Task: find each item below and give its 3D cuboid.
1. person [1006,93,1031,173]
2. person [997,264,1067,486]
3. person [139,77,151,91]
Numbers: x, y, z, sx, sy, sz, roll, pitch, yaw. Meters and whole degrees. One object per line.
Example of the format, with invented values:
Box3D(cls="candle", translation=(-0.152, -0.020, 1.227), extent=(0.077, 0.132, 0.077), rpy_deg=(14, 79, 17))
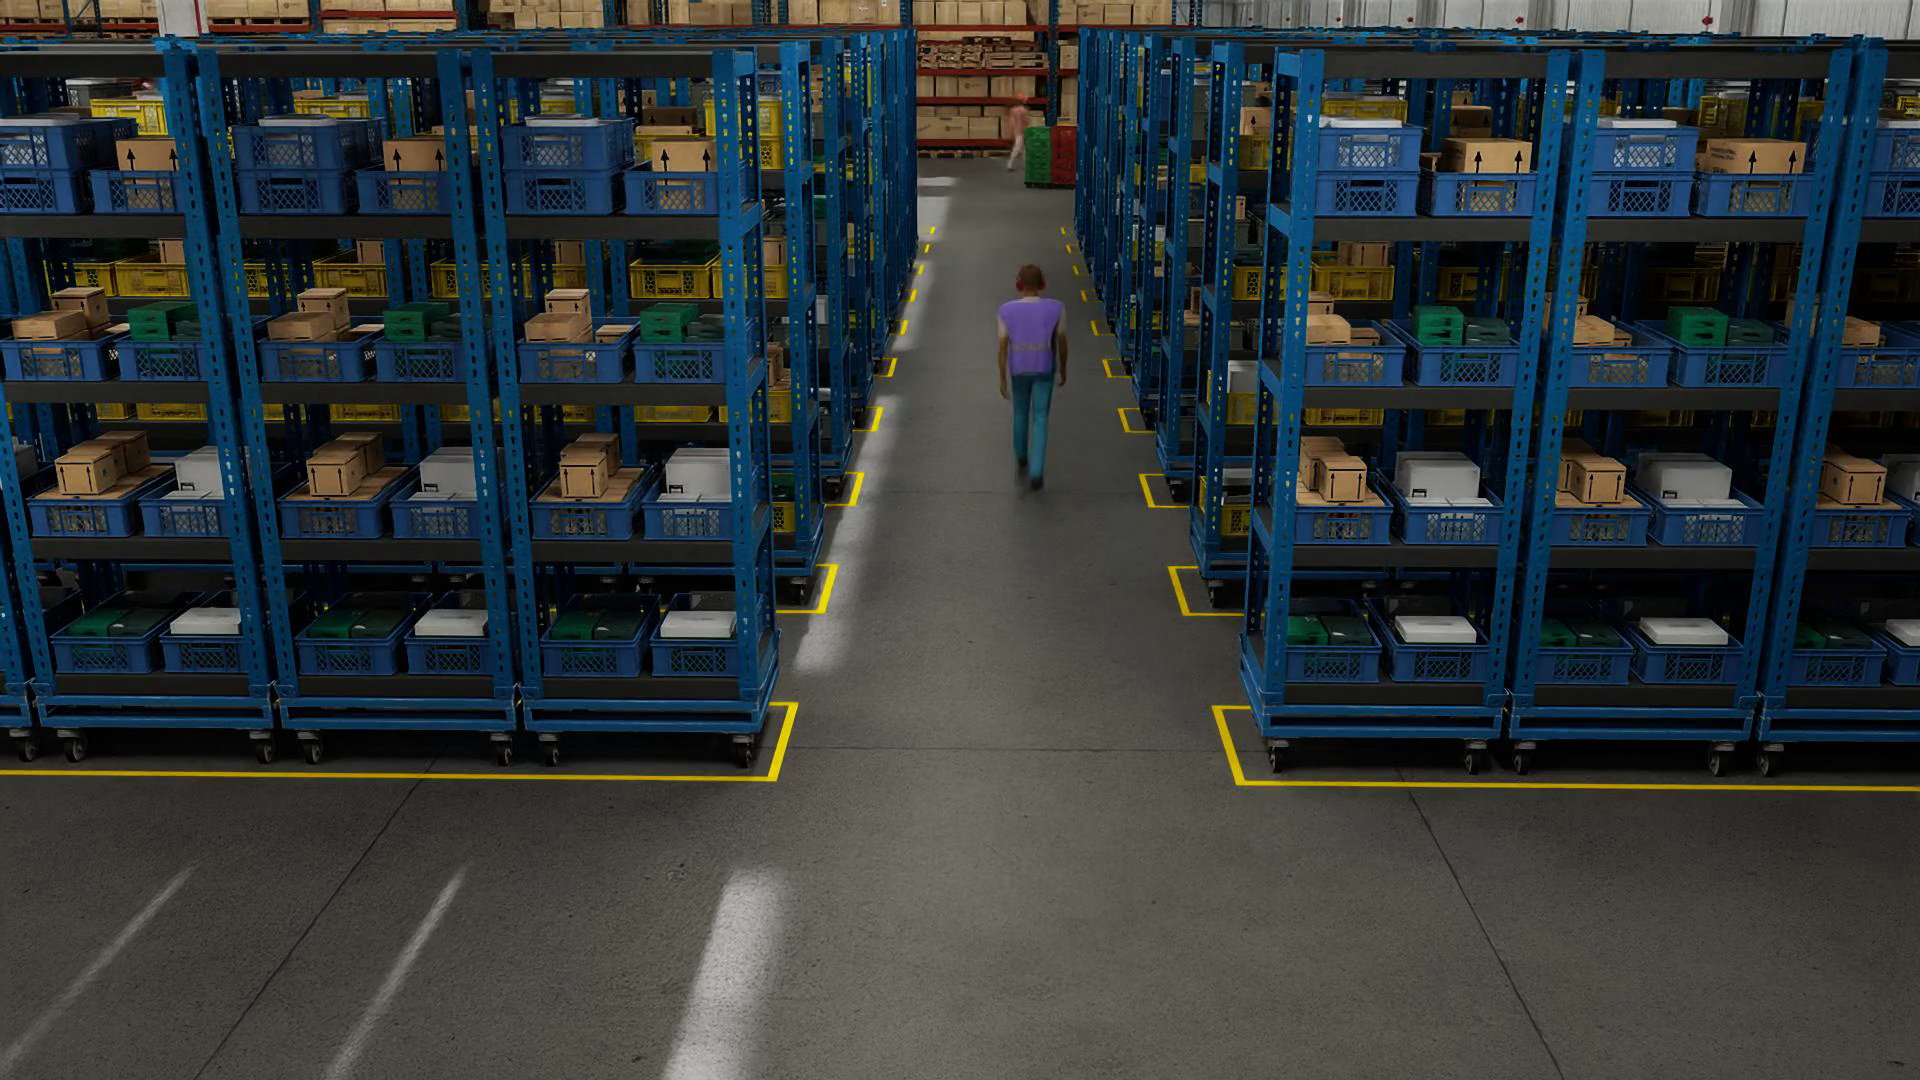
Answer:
Box3D(cls="person", translation=(1.570, -10.175, 41.625), extent=(1.051, 1.936, 0.631), rpy_deg=(-8, 19, -24))
Box3D(cls="person", translation=(0.600, -1.397, 13.880), extent=(0.573, 1.791, 0.997), rpy_deg=(2, 18, 6))
Box3D(cls="person", translation=(-28.281, -15.238, 57.875), extent=(0.995, 1.875, 0.606), rpy_deg=(-6, 18, -19))
